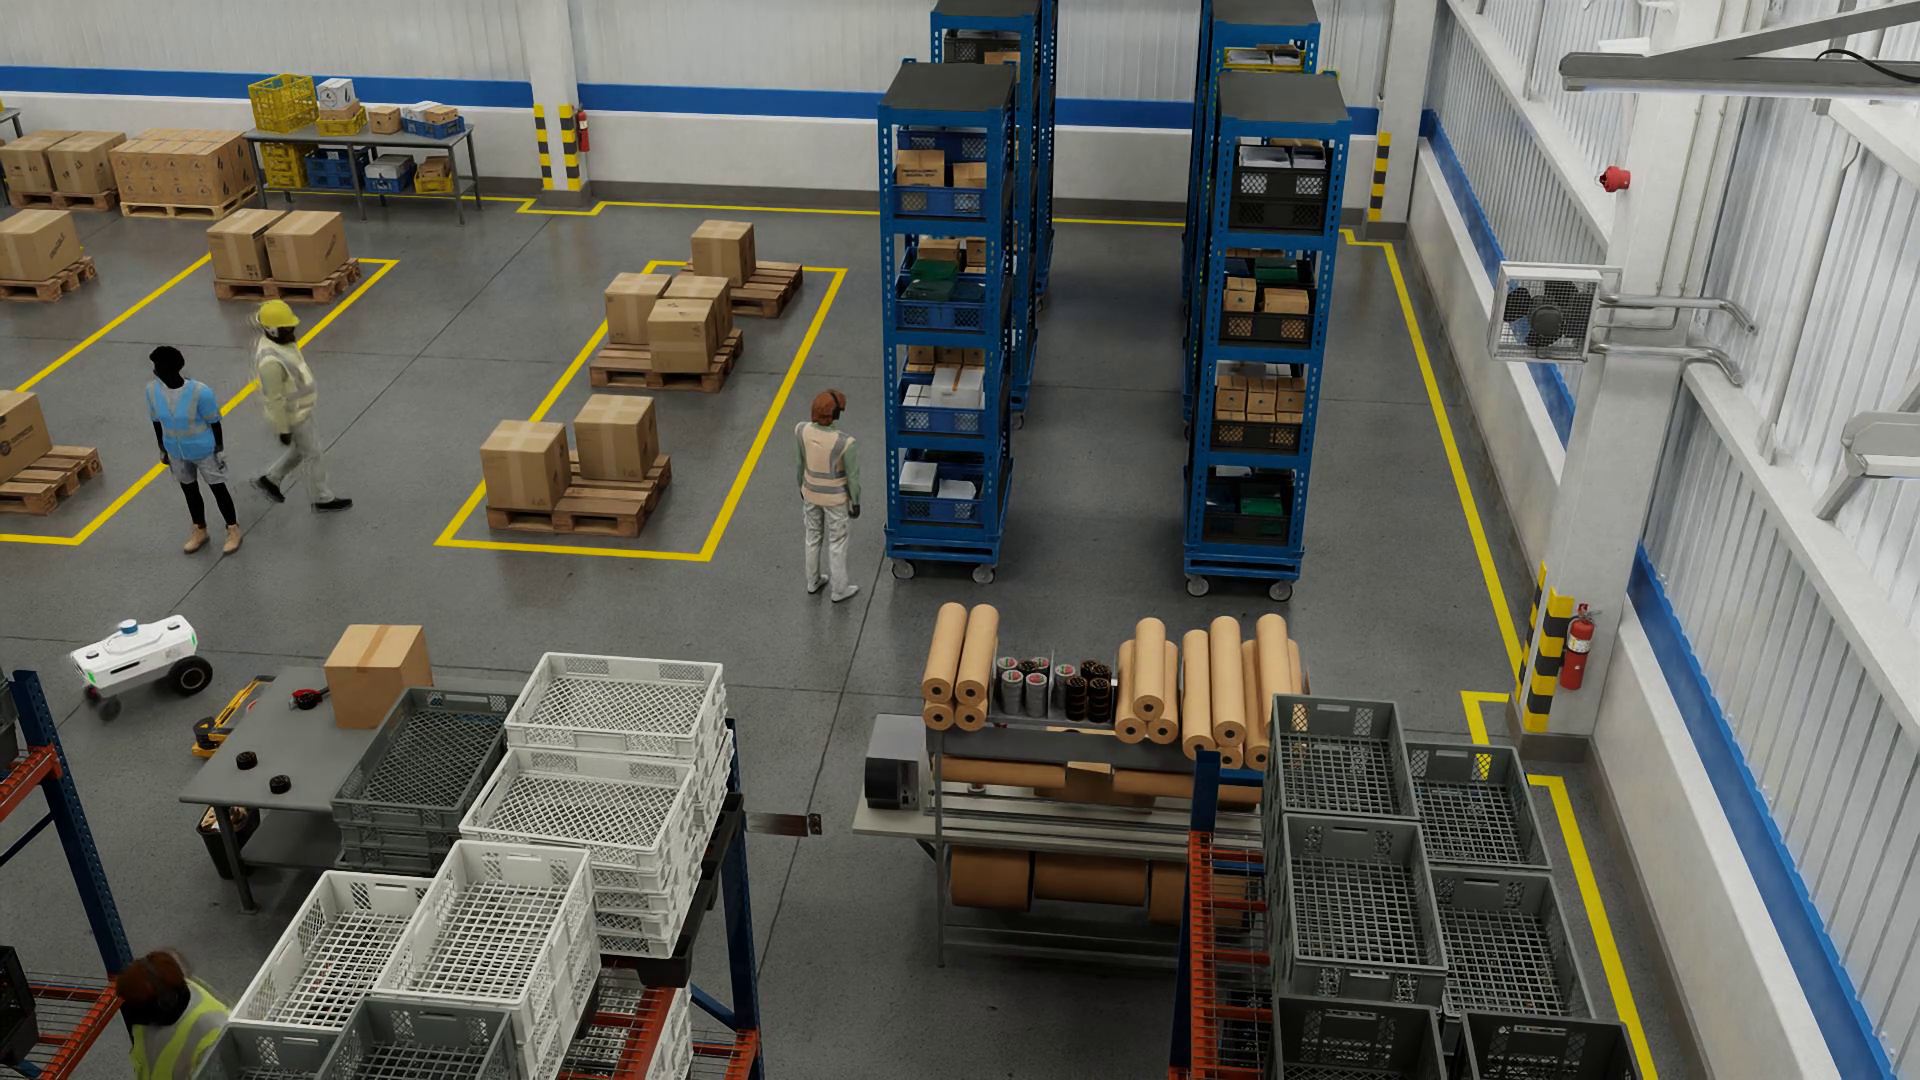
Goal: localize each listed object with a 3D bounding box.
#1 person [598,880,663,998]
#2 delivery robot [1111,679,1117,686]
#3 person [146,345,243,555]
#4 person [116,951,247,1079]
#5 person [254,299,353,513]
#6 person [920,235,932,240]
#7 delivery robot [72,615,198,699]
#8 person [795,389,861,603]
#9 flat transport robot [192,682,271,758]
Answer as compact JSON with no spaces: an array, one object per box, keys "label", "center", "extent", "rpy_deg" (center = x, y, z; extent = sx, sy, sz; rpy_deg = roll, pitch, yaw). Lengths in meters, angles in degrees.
[{"label":"person","center":[-1.715,1.793,7.930],"extent":[0.629,1.931,0.358],"rpy_deg":[-4,30,-6]},{"label":"delivery robot","center":[0.853,1.137,10.323],"extent":[0.477,0.478,0.707],"rpy_deg":[0,30,0]},{"label":"person","center":[-5.719,-0.670,12.387],"extent":[0.540,1.696,0.317],"rpy_deg":[3,30,5]},{"label":"person","center":[-3.108,2.387,7.029],"extent":[0.658,1.813,0.866],"rpy_deg":[21,36,31]},{"label":"person","center":[-5.220,-1.023,12.885],"extent":[0.617,1.805,0.605],"rpy_deg":[-8,31,-13]},{"label":"person","center":[-0.120,-3.753,17.444],"extent":[0.616,1.931,0.997],"rpy_deg":[17,34,27]},{"label":"delivery robot","center":[-5.437,0.752,10.984],"extent":[0.707,0.478,0.477],"rpy_deg":[-24,38,-35]},{"label":"person","center":[-0.935,-0.307,11.830],"extent":[0.526,1.631,0.321],"rpy_deg":[16,34,25]},{"label":"flat transport robot","center":[-4.089,1.163,10.648],"extent":[1.431,0.197,0.652],"rpy_deg":[3,30,6]}]
